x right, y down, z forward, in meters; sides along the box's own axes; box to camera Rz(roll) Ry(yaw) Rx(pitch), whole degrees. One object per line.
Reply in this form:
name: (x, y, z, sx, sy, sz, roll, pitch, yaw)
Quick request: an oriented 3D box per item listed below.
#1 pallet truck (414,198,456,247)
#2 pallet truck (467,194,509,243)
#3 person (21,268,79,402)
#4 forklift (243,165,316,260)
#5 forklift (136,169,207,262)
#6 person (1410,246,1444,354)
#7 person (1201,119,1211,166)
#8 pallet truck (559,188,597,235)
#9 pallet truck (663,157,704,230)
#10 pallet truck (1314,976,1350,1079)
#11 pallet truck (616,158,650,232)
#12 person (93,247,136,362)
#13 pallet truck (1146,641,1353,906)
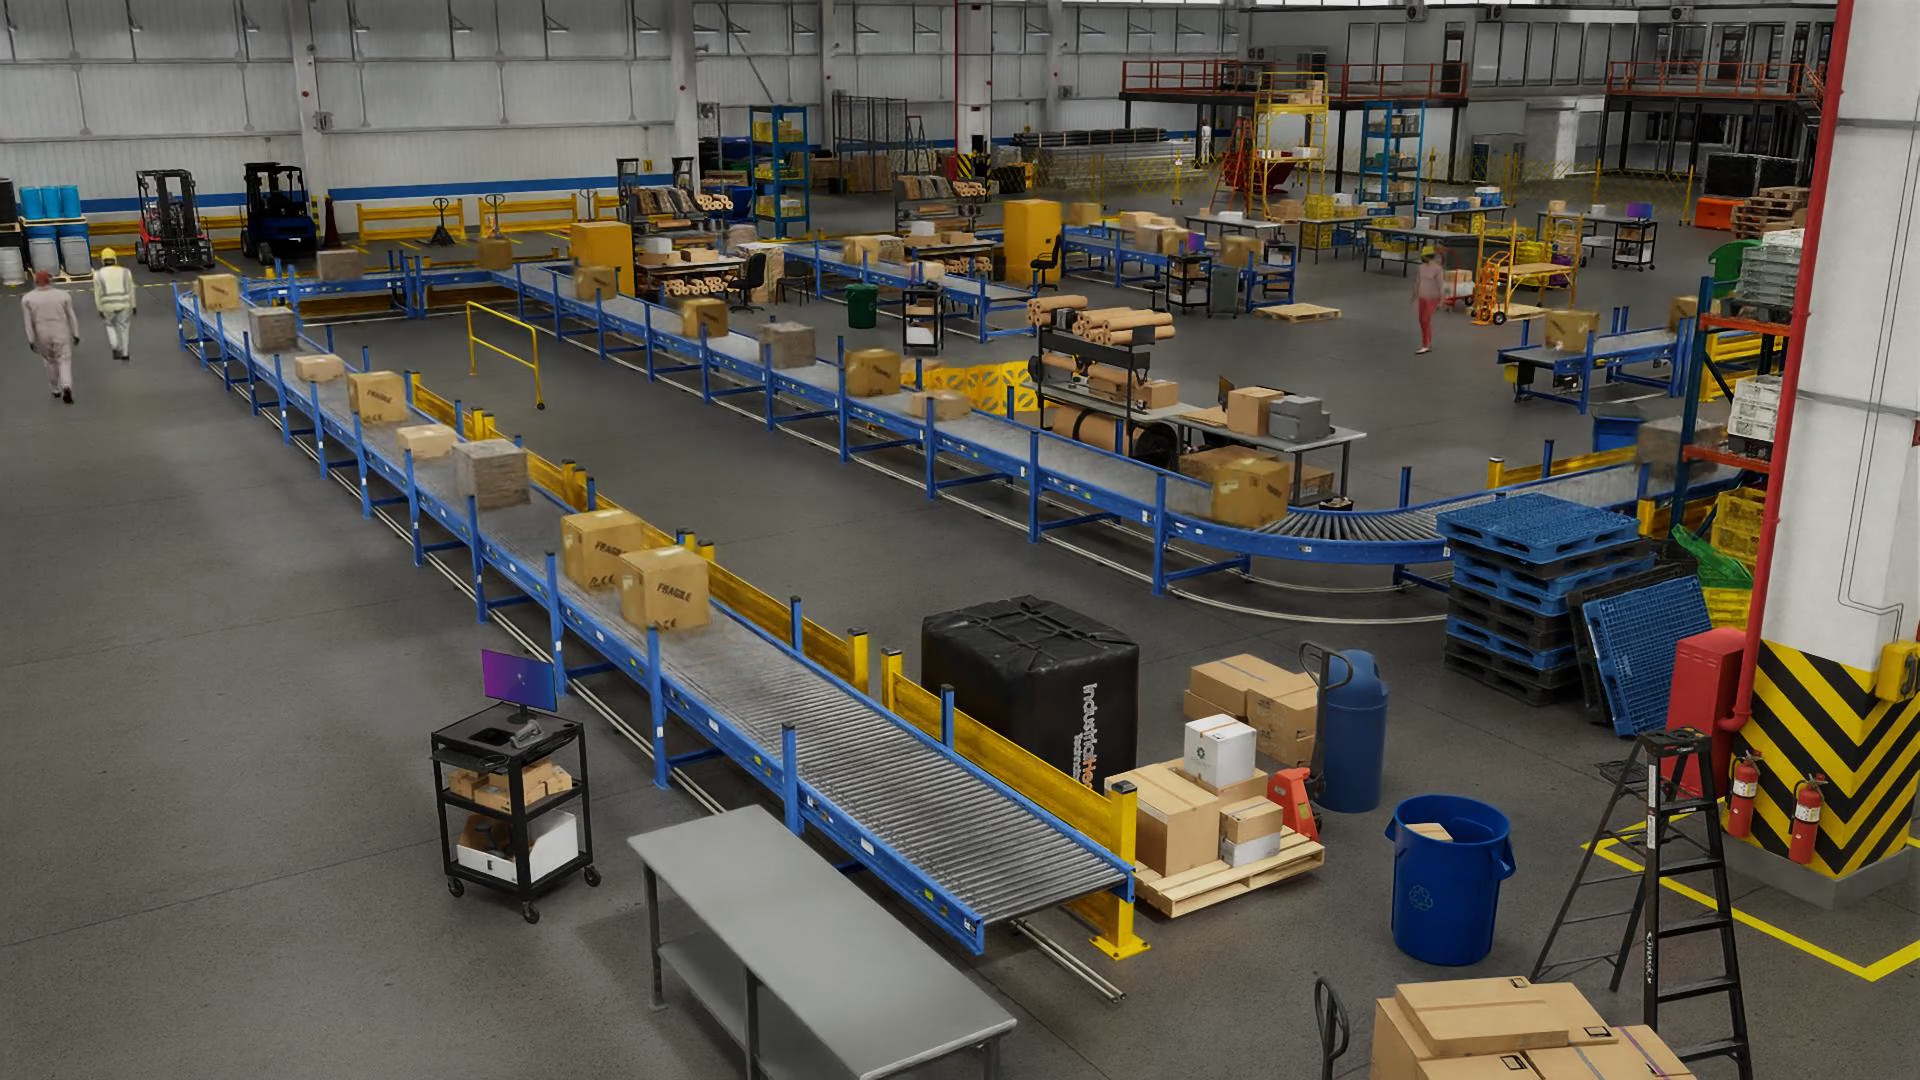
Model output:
pallet truck: (-13.250, -8.060, 41.856, 0.680, 1.201, 1.601, -10, 20, -31)
pallet truck: (-11.983, -8.177, 42.137, 0.704, 1.261, 1.522, -11, 20, -33)
person: (-12.888, -2.908, 23.613, 0.644, 1.878, 0.898, -7, 18, -23)
forklift: (-15.898, -7.669, 38.708, 1.157, 1.987, 2.680, -11, 20, -33)
forklift: (-17.842, -7.318, 37.559, 1.157, 1.987, 2.680, -10, 20, -31)
person: (7.659, -3.956, 27.371, 0.661, 1.722, 0.562, -10, 20, -31)
person: (9.999, -16.244, 67.964, 0.573, 1.887, 0.355, -11, 20, -33)
pallet truck: (-10.010, -8.652, 43.699, 0.653, 1.274, 1.630, -10, 20, -31)
pallet truck: (-7.586, -9.308, 44.692, 0.823, 1.965, 1.885, -11, 20, -33)
pallet truck: (2.299, 2.390, 7.086, 1.601, 1.201, 0.680, -2, 17, -7)
pallet truck: (-8.918, -9.176, 44.255, 0.823, 1.965, 1.885, -9, 19, -27)
person: (-13.440, -3.748, 26.494, 0.605, 1.814, 0.449, -11, 20, -32)
pallet truck: (1.664, 1.407, 10.232, 1.630, 1.274, 0.653, -10, 20, -31)
